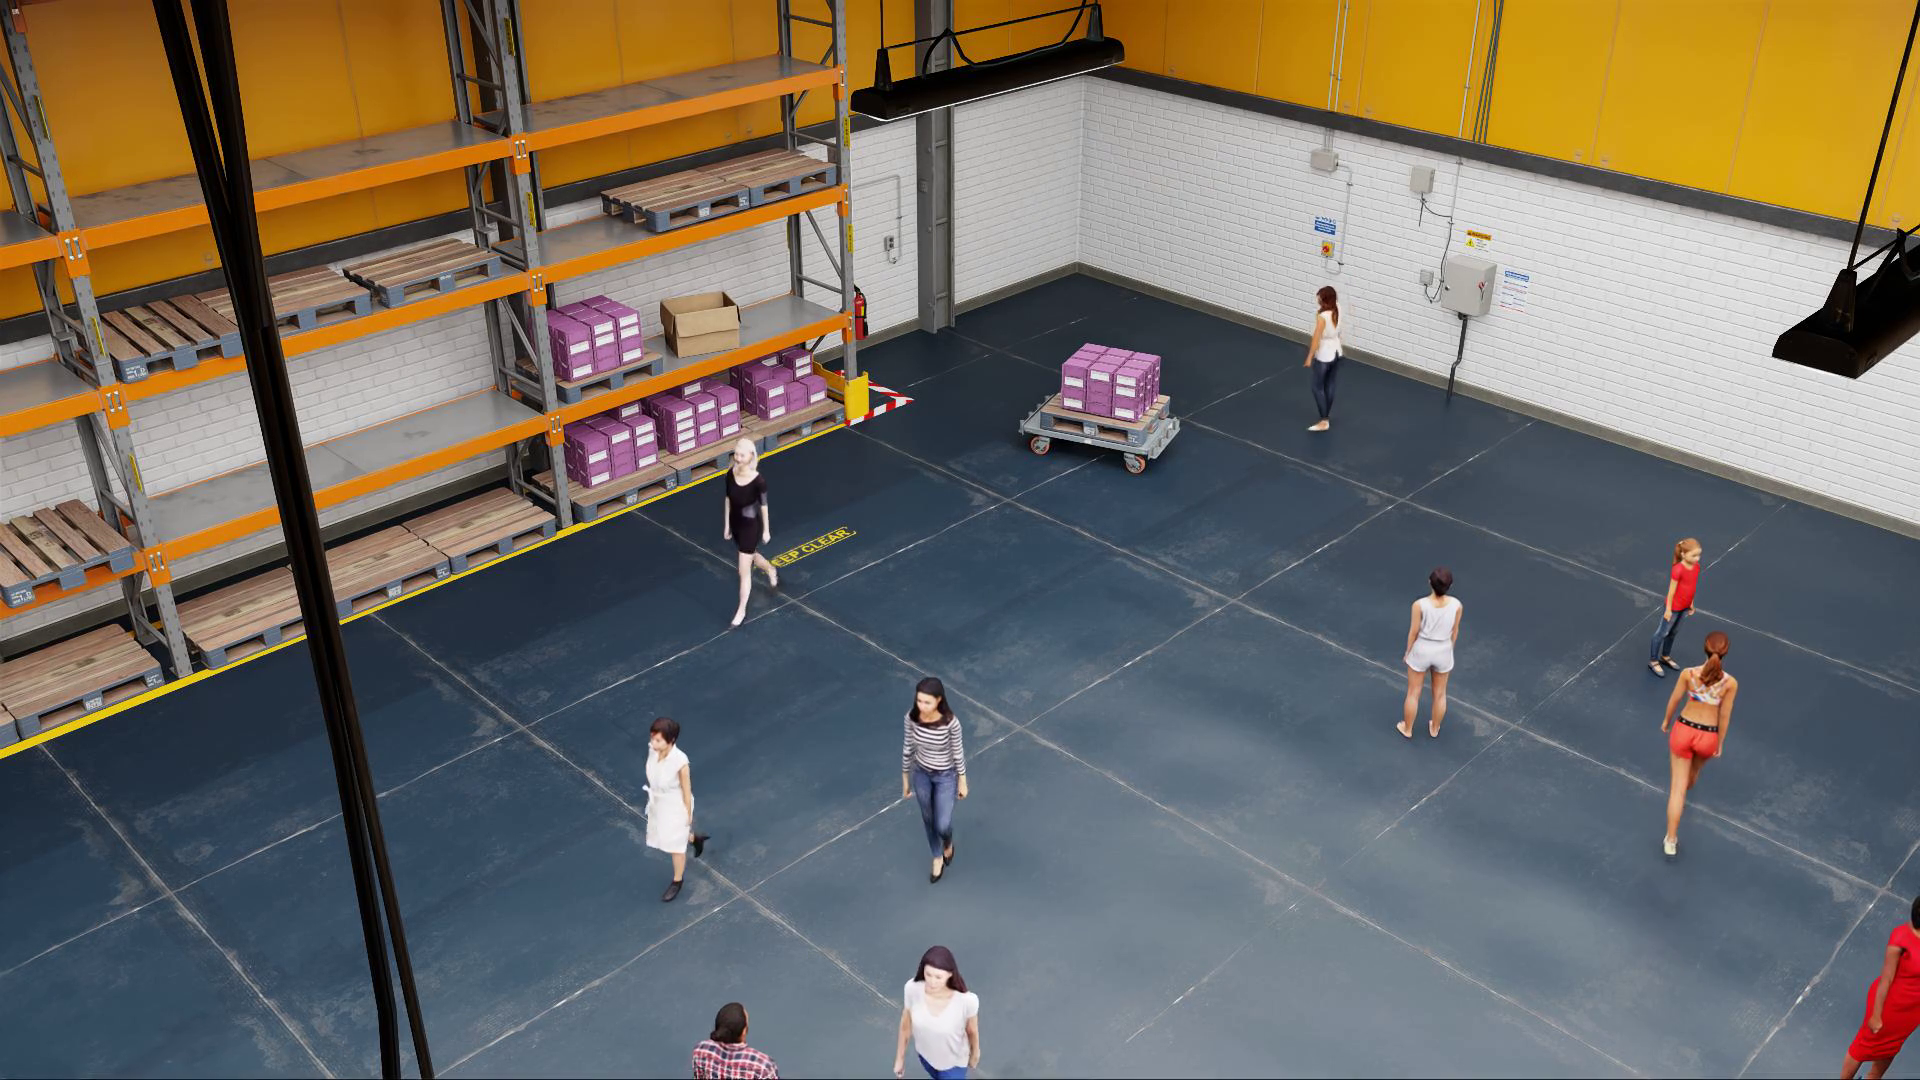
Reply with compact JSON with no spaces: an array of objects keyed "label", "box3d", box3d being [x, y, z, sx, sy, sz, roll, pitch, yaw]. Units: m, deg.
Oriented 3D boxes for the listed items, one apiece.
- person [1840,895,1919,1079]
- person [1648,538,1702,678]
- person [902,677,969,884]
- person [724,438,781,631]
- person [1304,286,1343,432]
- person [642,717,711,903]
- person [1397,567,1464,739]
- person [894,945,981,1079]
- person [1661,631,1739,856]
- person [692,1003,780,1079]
[{"label":"person","box3d":[5.687,2.819,10.104,0.614,1.745,0.708,-5,29,-8]},{"label":"person","box3d":[6.328,0.567,14.686,0.507,1.311,0.604,-15,32,-25]},{"label":"person","box3d":[-0.149,1.713,12.099,0.738,1.777,0.764,9,30,16]},{"label":"person","box3d":[-1.938,-0.120,15.442,0.827,1.793,1.208,14,32,25]},{"label":"person","box3d":[4.268,-2.132,19.168,0.496,1.757,0.759,-15,32,-26]},{"label":"person","box3d":[-2.039,1.887,12.025,0.590,1.542,0.786,22,36,35]},{"label":"person","box3d":[3.882,0.930,13.713,0.668,1.605,0.726,1,29,1]},{"label":"person","box3d":[-0.072,3.008,9.868,0.883,1.639,1.202,12,31,20]},{"label":"person","box3d":[5.479,1.547,12.438,0.880,1.743,1.255,12,31,21]},{"label":"person","box3d":[-1.226,3.291,9.241,0.954,1.743,1.092,9,30,16]}]
